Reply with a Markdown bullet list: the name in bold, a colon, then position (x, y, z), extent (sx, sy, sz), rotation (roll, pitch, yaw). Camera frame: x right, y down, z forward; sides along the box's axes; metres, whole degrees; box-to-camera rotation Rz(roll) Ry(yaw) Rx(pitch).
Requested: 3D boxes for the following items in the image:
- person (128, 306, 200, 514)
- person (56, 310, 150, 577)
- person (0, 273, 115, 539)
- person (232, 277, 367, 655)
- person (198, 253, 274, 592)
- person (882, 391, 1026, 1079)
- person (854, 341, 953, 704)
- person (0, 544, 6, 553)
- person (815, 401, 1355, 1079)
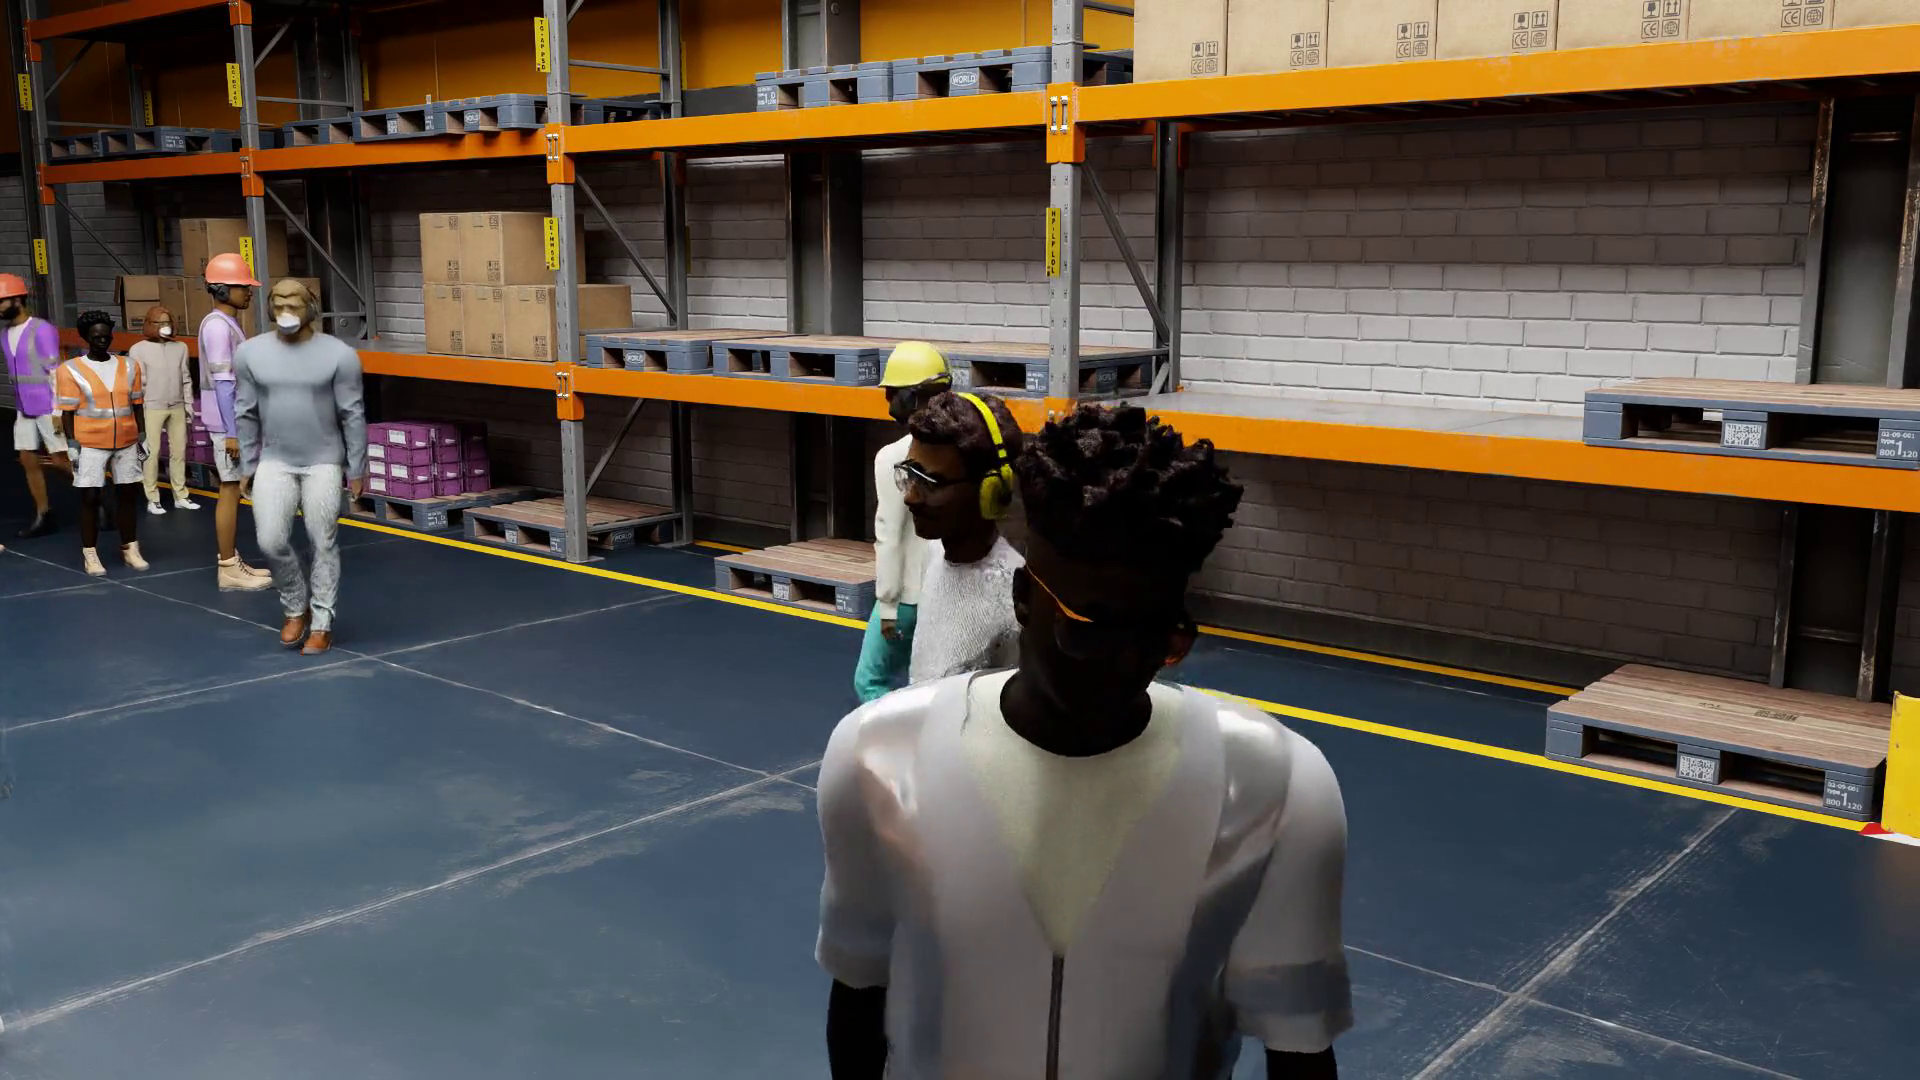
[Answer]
- **person**: position (-6.253, -1.017, 13.055), extent (0.286, 1.626, 0.493), rotation (6, 12, 31)
- **person**: position (-5.437, -0.612, 10.582), extent (0.322, 1.690, 0.537), rotation (8, 13, 39)
- **person**: position (-6.576, -0.966, 12.000), extent (0.574, 1.906, 0.721), rotation (4, 11, 24)
- **person**: position (-3.349, -0.363, 8.464), extent (0.652, 1.928, 0.435), rotation (-2, 10, -9)
- **person**: position (-4.402, -0.713, 10.131), extent (0.394, 2.041, 0.612), rotation (-4, 11, -21)
- **person**: position (0.081, 0.599, 3.312), extent (0.974, 1.820, 0.531), rotation (-2, 10, -13)
- **person**: position (-0.148, 0.179, 5.883), extent (0.355, 1.755, 0.534), rotation (9, 13, 41)
- **person**: position (-6.758, -0.720, 11.162), extent (0.540, 1.696, 0.316), rotation (1, 10, 5)
- **person**: position (0.121, 0.786, 1.948), extent (0.635, 1.908, 0.941), rotation (1, 10, 4)
